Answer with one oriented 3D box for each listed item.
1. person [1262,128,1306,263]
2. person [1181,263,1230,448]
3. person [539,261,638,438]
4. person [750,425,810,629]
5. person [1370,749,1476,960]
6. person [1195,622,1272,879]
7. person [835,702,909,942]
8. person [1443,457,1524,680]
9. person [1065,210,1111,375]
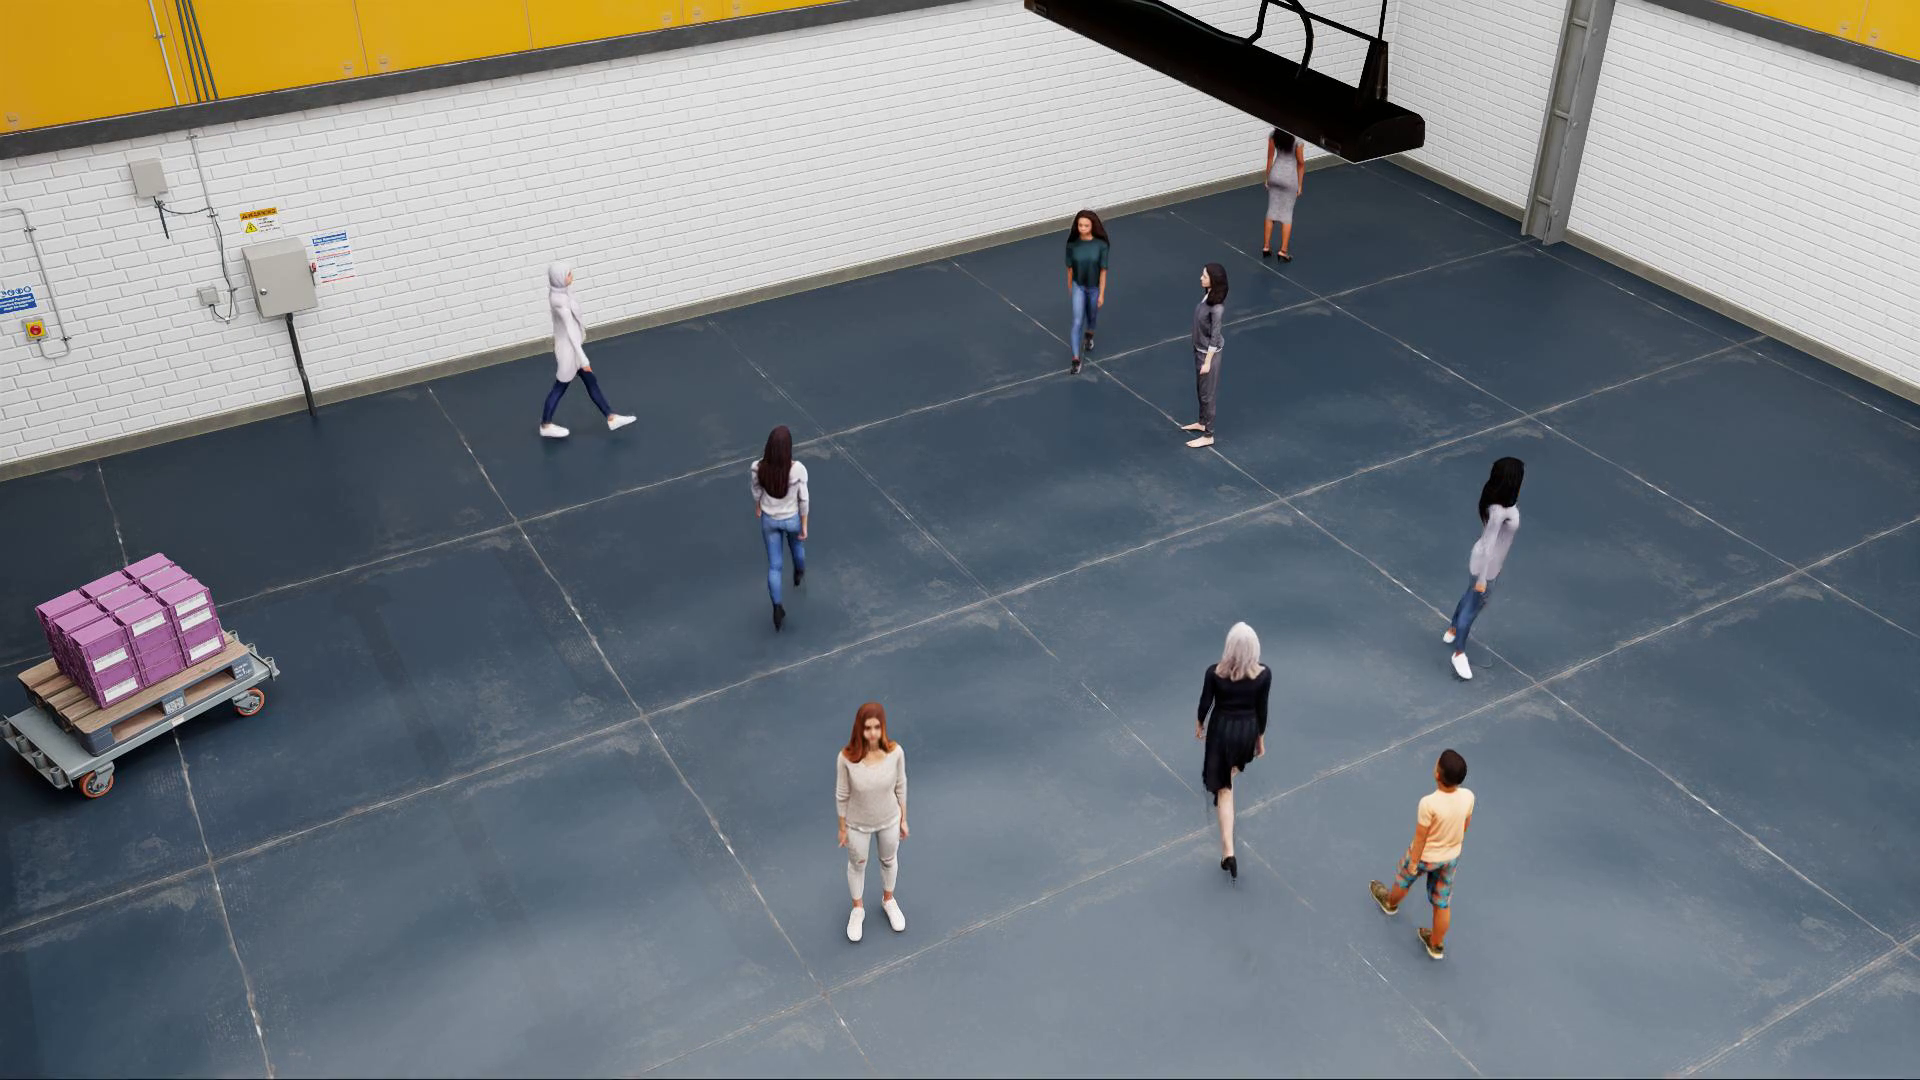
[{"bbox_3d":[3.579,-3.949,18.430,0.600,1.781,0.726,23,40,30],"label":"person"},{"bbox_3d":[2.249,-1.688,15.043,0.728,1.765,0.608,-1,34,-1],"label":"person"},{"bbox_3d":[-3.618,-1.666,15.043,0.961,1.728,1.149,-5,34,-8],"label":"person"},{"bbox_3d":[-1.387,-0.082,12.788,0.929,1.586,1.138,0,34,0],"label":"person"},{"bbox_3d":[2.868,1.915,9.914,0.700,1.441,0.921,-8,35,-12],"label":"person"},{"bbox_3d":[1.729,1.344,10.552,0.977,1.686,1.234,-1,34,-1],"label":"person"},{"bbox_3d":[-0.533,1.669,10.037,0.657,1.715,0.648,-7,34,-10],"label":"person"},{"bbox_3d":[3.833,0.205,12.234,0.883,1.721,0.873,23,40,31],"label":"person"},{"bbox_3d":[1.273,-2.510,16.447,1.005,1.579,1.135,4,34,7],"label":"person"}]
